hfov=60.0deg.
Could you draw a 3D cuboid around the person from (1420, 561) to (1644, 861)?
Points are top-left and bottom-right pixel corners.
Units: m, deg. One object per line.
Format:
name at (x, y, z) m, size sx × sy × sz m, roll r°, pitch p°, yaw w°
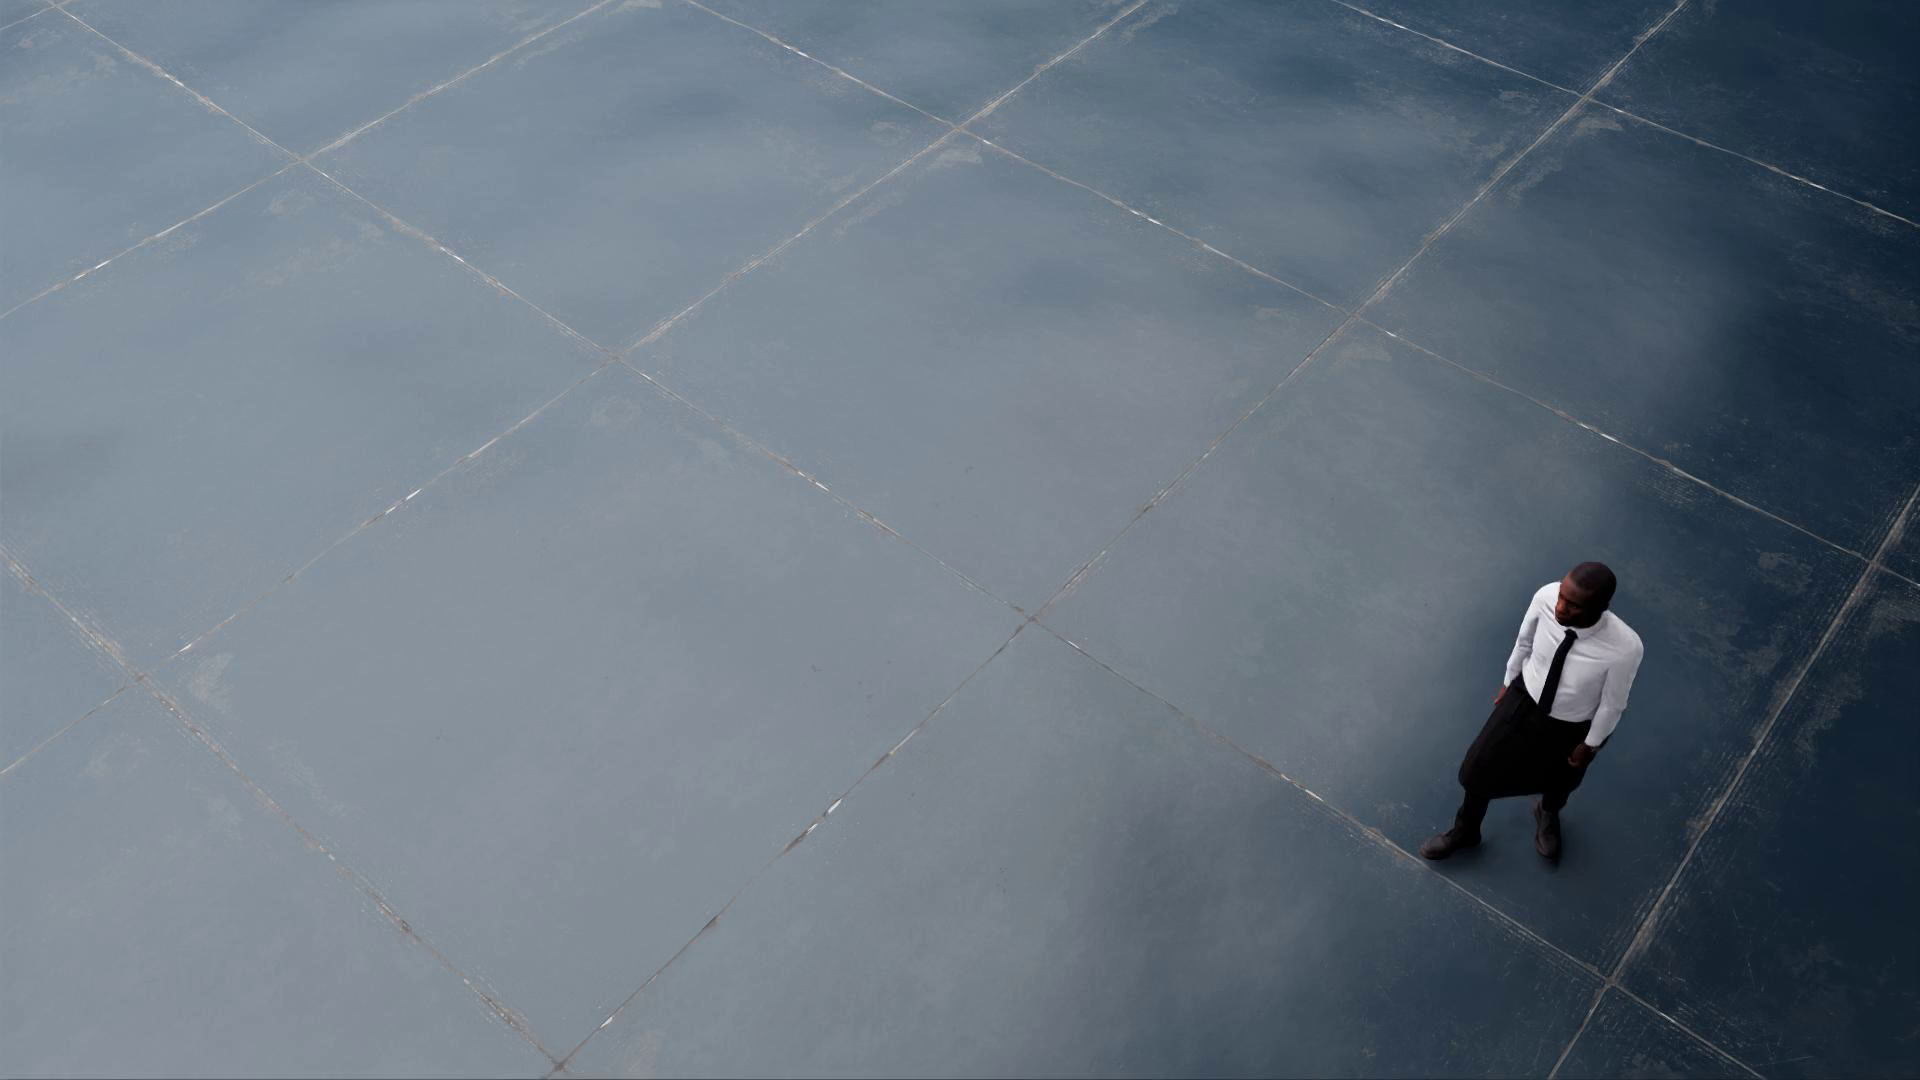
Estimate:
person at (2.406, 0.666, 6.605) m, size 0.702 × 1.799 × 0.899 m, roll 33°, pitch 55°, yaw 27°
